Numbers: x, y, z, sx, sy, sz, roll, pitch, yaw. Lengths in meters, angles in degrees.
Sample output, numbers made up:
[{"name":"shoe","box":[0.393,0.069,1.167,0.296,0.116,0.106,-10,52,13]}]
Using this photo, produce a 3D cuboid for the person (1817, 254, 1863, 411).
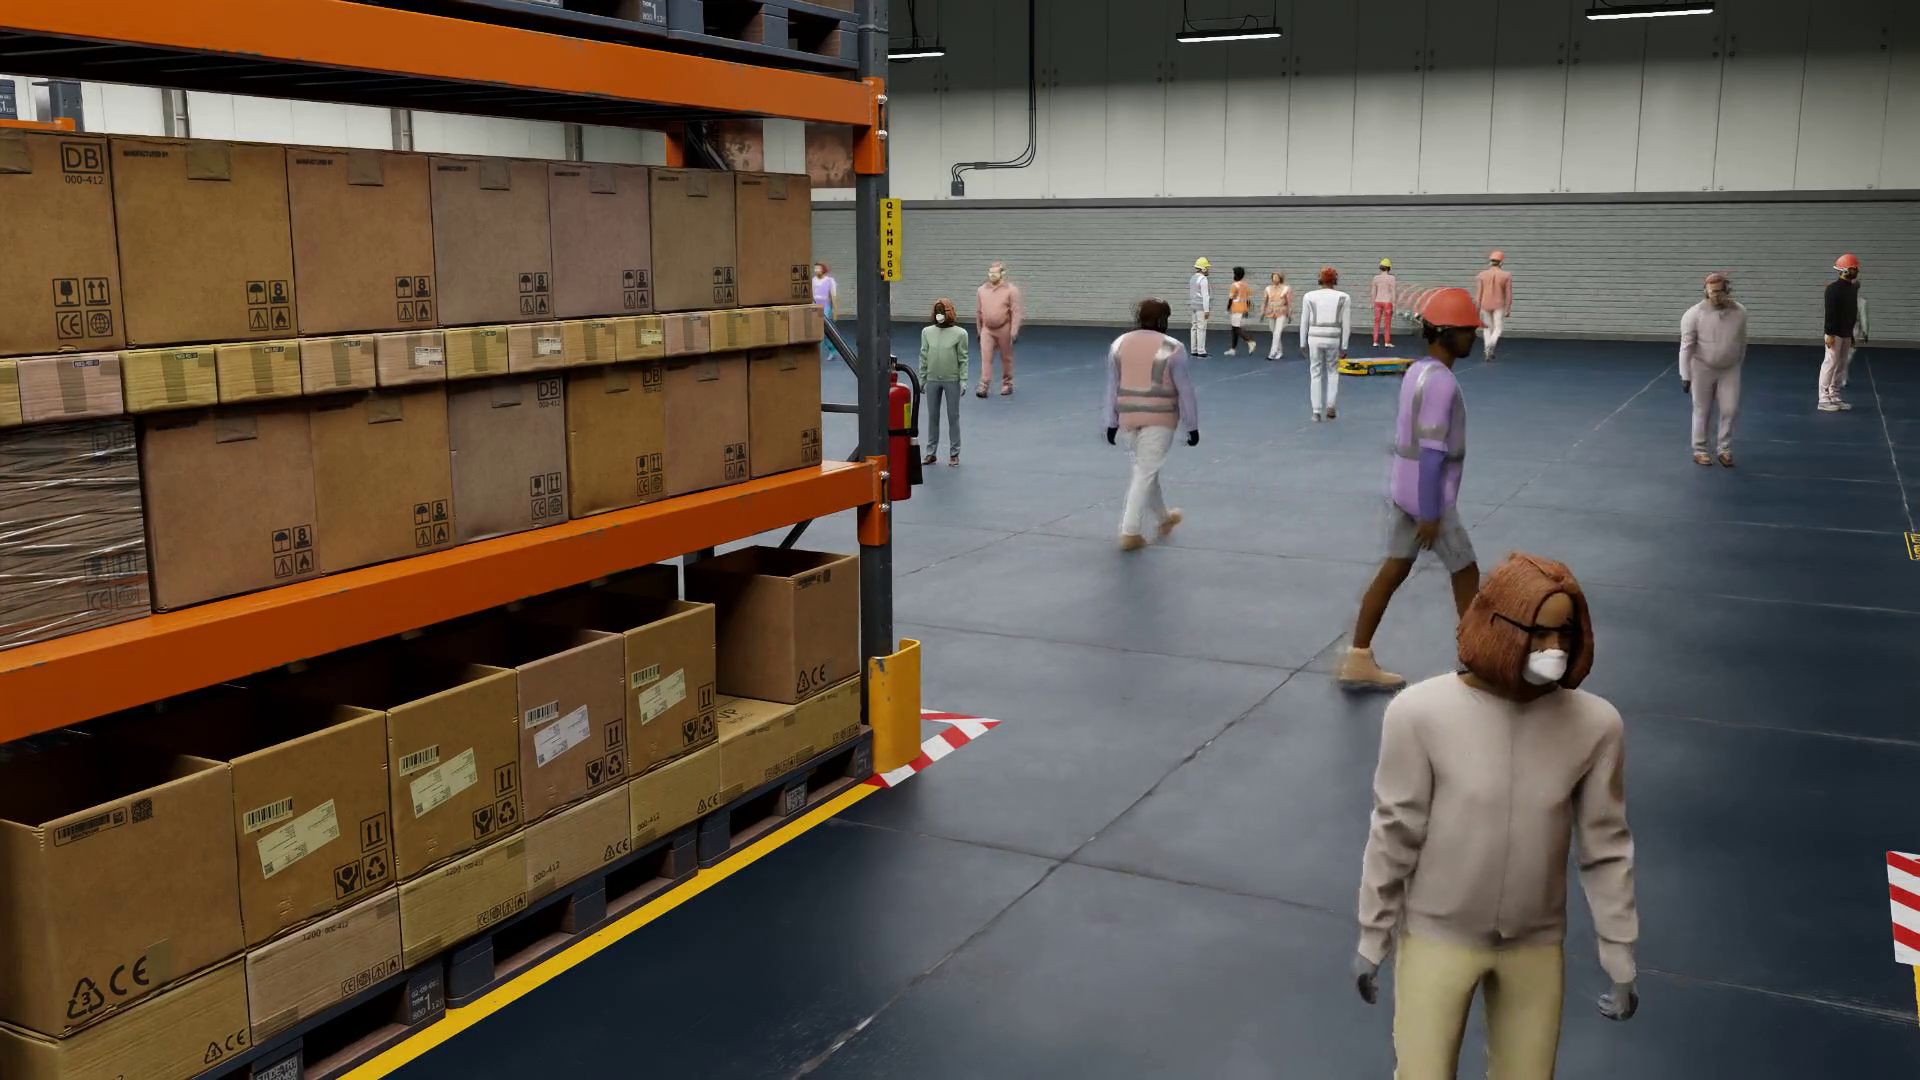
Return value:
[{"name":"person","box":[11.311,-2.660,21.370,0.620,1.996,0.372,-7,13,-35]}]

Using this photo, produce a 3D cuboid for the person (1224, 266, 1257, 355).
[{"name":"person","box":[5.227,-4.243,30.868,0.681,1.673,0.534,8,13,36]}]

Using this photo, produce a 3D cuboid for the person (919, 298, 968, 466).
[{"name":"person","box":[-0.164,-1.535,16.223,0.498,1.634,0.279,3,11,18]}]

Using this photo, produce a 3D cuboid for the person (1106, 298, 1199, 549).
[{"name":"person","box":[1.433,-0.857,12.097,0.656,1.788,0.964,9,14,39]}]

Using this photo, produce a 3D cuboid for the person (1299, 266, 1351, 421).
[{"name":"person","box":[4.425,-2.381,20.223,0.589,1.865,0.603,2,11,10]}]

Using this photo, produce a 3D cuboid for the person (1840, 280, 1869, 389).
[{"name":"person","box":[13.040,-3.021,24.432,0.833,1.599,0.530,-8,13,-36]}]

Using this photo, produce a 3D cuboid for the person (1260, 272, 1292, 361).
[{"name":"person","box":[5.689,-4.032,29.956,0.538,1.588,0.880,7,12,33]}]

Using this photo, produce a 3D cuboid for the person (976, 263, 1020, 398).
[{"name":"person","box":[0.507,-2.912,23.133,0.664,1.852,0.986,4,11,20]}]

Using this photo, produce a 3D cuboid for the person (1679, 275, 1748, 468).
[{"name":"person","box":[7.280,-1.626,16.110,0.653,1.862,0.631,1,10,6]}]

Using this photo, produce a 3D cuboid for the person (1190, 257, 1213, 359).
[{"name":"person","box":[4.414,-4.233,30.384,0.404,1.837,0.593,-3,11,-17]}]

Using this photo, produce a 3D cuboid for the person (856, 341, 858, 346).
[{"name":"person","box":[-1.769,-4.806,33.450,0.582,1.855,0.987,7,12,32]}]

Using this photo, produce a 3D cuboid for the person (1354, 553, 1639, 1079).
[{"name":"person","box":[1.075,0.828,3.350,0.551,1.625,0.329,-1,10,-5]}]

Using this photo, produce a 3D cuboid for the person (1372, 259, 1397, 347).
[{"name":"person","box":[8.514,-4.748,33.378,0.524,1.772,0.309,9,14,41]}]

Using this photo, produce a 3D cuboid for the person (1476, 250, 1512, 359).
[{"name":"person","box":[9.577,-4.210,29.891,0.620,1.977,0.645,6,12,30]}]

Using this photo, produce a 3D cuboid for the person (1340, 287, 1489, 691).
[{"name":"person","box":[2.365,-0.220,8.082,1.031,1.984,0.630,0,10,2]}]

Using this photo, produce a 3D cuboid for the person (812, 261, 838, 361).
[{"name":"person","box":[-2.419,-4.027,29.375,0.564,1.804,0.996,7,13,34]}]

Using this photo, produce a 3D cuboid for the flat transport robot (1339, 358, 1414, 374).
[{"name":"flat transport robot","box":[6.771,-2.840,27.058,1.431,0.197,0.652,-4,11,-23]}]
